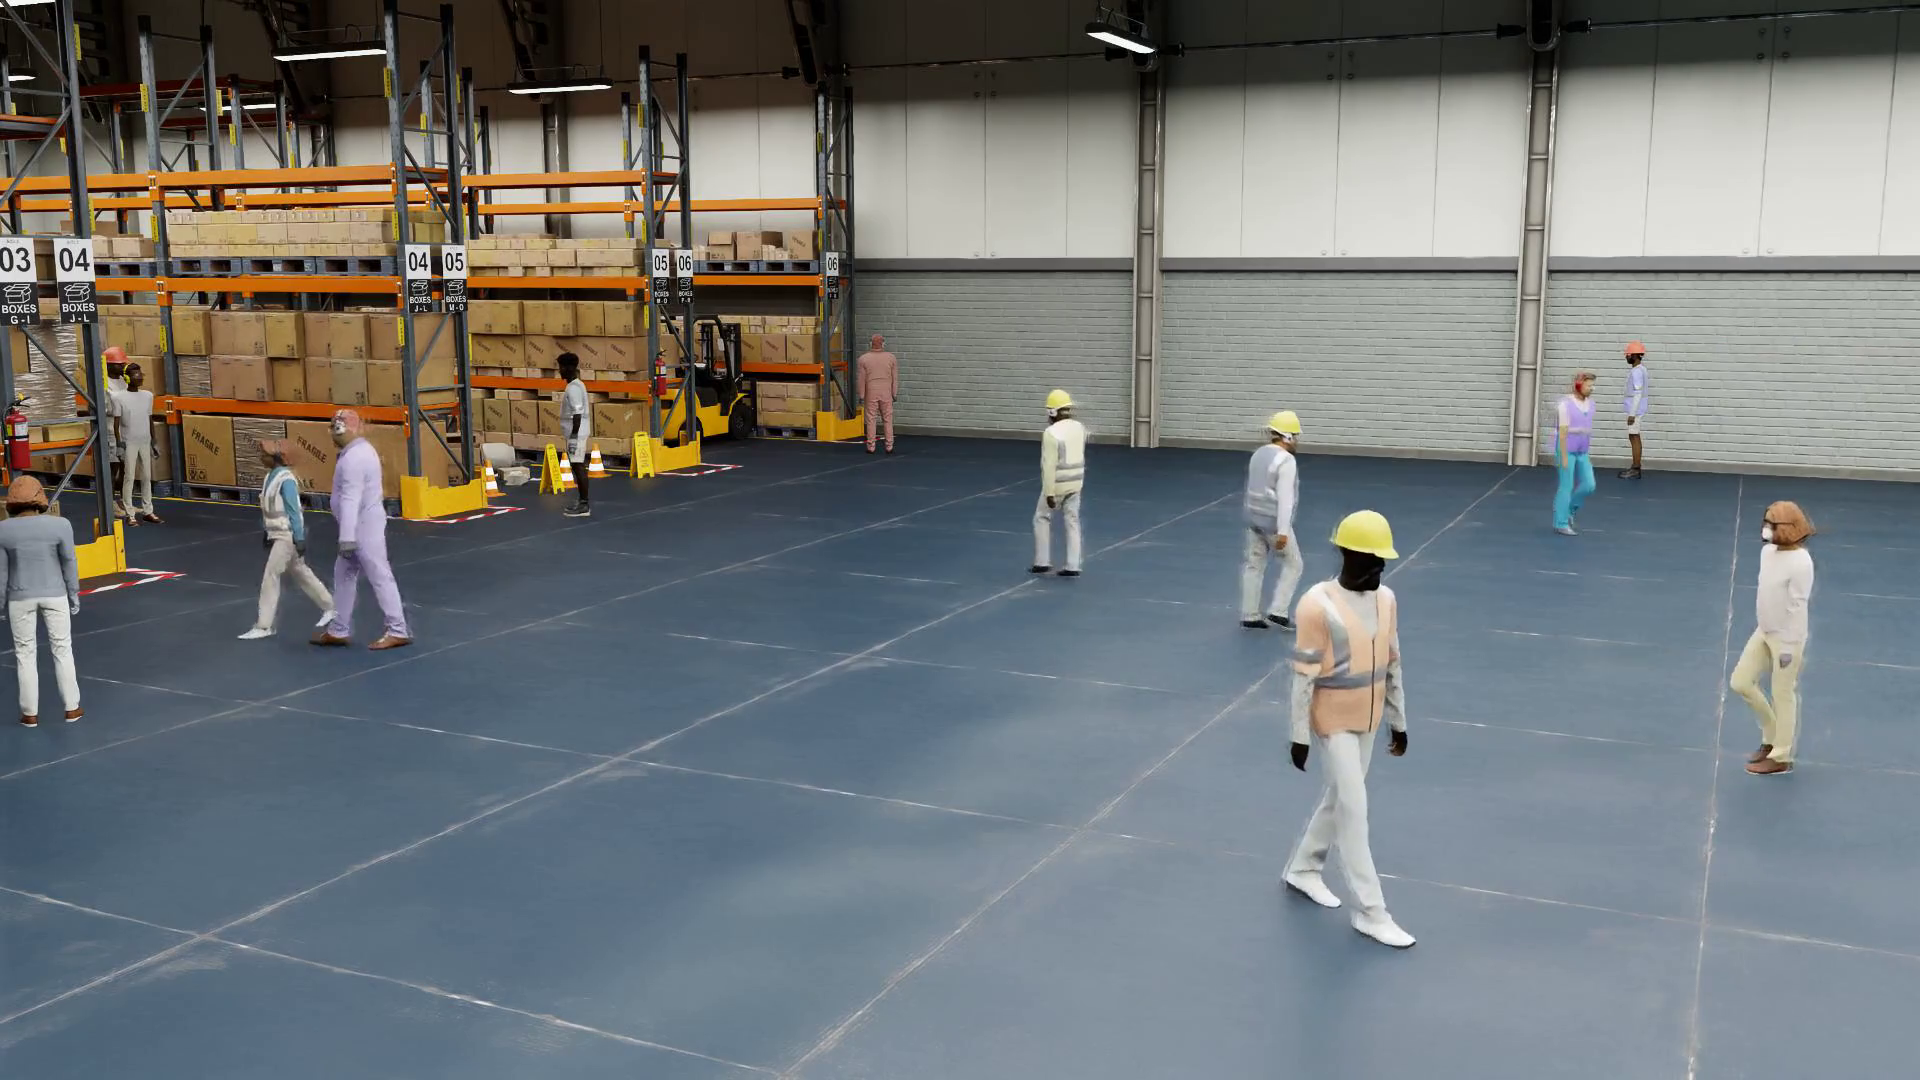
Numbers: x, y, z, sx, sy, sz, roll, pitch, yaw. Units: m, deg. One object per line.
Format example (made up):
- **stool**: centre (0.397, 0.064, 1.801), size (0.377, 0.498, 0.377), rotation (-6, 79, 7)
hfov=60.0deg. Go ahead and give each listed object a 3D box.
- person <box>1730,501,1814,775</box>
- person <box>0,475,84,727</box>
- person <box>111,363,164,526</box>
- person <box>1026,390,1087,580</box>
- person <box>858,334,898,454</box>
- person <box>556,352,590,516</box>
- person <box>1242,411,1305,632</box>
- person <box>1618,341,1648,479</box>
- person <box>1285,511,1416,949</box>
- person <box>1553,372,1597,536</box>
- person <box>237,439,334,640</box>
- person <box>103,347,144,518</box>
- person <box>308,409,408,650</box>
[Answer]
- **person**: centre (4.715, 0.574, 9.649), size (0.349, 1.616, 0.525), rotation (0, 9, -3)
- **person**: centre (-5.965, 0.392, 10.753), size (0.497, 1.633, 0.278), rotation (-5, 11, -28)
- **person**: centre (-9.482, -1.100, 19.175), size (0.328, 1.874, 0.515), rotation (6, 11, 32)
- **person**: centre (0.902, -0.528, 15.851), size (0.596, 1.805, 0.678), rotation (-8, 12, -42)
- **person**: centre (-1.312, -2.330, 26.605), size (0.638, 1.911, 0.406), rotation (-2, 9, -9)
- **person**: centre (-4.612, -1.263, 19.890), size (0.366, 1.962, 0.614), rotation (-1, 9, -9)
- **person**: centre (2.549, -0.138, 13.492), size (0.531, 1.804, 0.602), rotation (-4, 10, -24)
- **person**: centre (9.463, -1.823, 23.404), size (0.375, 1.935, 0.551), rotation (5, 10, 27)
- **person**: centre (1.774, 0.801, 7.460), size (0.607, 1.892, 0.818), rotation (-7, 12, -38)
- **person**: centre (6.793, -0.951, 18.406), size (0.591, 1.824, 0.454), rotation (-5, 11, -28)
- **person**: centre (-5.427, -0.031, 13.460), size (0.851, 1.601, 0.533), rotation (-7, 11, -36)
- **person**: centre (-9.975, -1.274, 19.754), size (0.403, 2.038, 0.604), rotation (2, 9, 9)
- **person**: centre (-4.726, -0.068, 12.856), size (0.876, 1.855, 0.800), rotation (-2, 10, -14)
